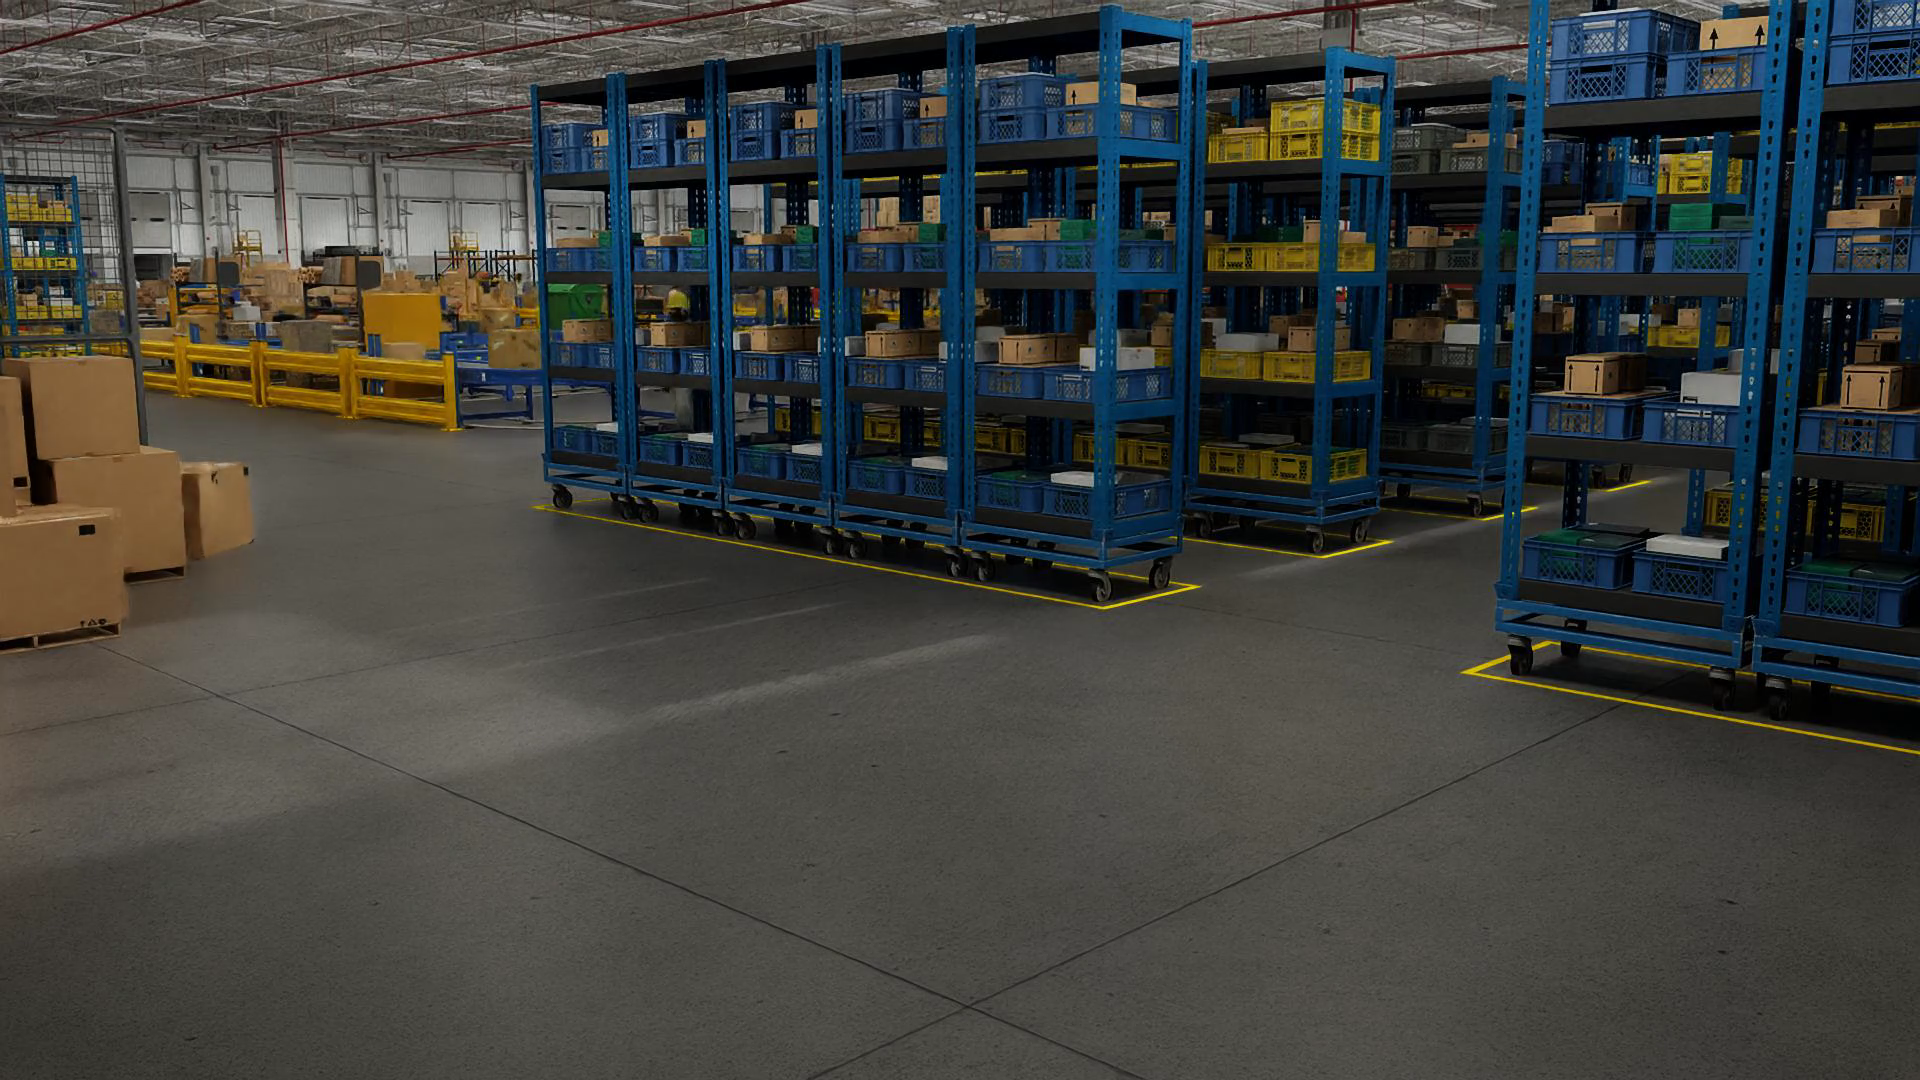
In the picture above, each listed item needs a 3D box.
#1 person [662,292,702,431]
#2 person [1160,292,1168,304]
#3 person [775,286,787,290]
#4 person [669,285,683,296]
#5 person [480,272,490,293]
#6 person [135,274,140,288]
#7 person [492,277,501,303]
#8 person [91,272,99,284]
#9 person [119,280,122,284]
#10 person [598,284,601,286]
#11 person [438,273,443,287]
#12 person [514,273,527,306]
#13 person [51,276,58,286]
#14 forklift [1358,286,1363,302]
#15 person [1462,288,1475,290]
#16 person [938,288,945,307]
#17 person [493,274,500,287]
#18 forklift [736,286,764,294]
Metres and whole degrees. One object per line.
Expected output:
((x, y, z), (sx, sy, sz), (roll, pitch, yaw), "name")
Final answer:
((-3.018, -1.773, 18.056), (0.430, 1.818, 0.628), (-8, 12, -41), "person")
((6.501, -7.278, 52.399), (0.377, 1.619, 0.526), (-8, 13, -42), "person")
((-7.285, -10.020, 68.175), (0.603, 1.967, 0.366), (-6, 11, -33), "person")
((-8.497, -6.962, 50.135), (0.520, 1.736, 0.789), (-8, 12, -41), "person")
((-17.149, -8.636, 59.781), (0.945, 1.951, 0.624), (-7, 11, -35), "person")
((-32.683, -9.627, 65.849), (0.543, 1.940, 0.361), (6, 11, 34), "person")
((-16.563, -8.497, 59.453), (0.311, 1.769, 0.525), (-1, 9, -4), "person")
((-41.322, -11.850, 79.611), (0.454, 1.899, 0.644), (-2, 9, -10), "person")
((-38.914, -11.479, 77.535), (0.652, 1.830, 0.438), (3, 10, 19), "person")
((-14.782, -9.911, 67.278), (0.962, 2.000, 0.689), (-3, 10, -20), "person")
((-22.769, -10.753, 72.966), (0.513, 1.872, 0.328), (8, 12, 40), "person")
((-18.959, -10.505, 71.442), (0.624, 1.870, 0.959), (8, 12, 41), "person")
((-38.350, -10.377, 70.574), (0.648, 1.905, 0.515), (-2, 9, -12), "person")
((11.100, -7.017, 46.970), (1.873, 2.768, 1.129), (9, 13, 43), "forklift")
((18.879, -8.906, 61.730), (0.663, 1.865, 0.985), (8, 12, 41), "person")
((-0.554, -8.289, 58.426), (0.360, 1.687, 0.545), (6, 11, 31), "person")
((-20.892, -11.088, 75.114), (0.344, 1.839, 0.504), (-3, 10, -18), "person")
((-10.296, -12.345, 79.637), (1.873, 2.768, 1.129), (9, 13, 43), "forklift")
